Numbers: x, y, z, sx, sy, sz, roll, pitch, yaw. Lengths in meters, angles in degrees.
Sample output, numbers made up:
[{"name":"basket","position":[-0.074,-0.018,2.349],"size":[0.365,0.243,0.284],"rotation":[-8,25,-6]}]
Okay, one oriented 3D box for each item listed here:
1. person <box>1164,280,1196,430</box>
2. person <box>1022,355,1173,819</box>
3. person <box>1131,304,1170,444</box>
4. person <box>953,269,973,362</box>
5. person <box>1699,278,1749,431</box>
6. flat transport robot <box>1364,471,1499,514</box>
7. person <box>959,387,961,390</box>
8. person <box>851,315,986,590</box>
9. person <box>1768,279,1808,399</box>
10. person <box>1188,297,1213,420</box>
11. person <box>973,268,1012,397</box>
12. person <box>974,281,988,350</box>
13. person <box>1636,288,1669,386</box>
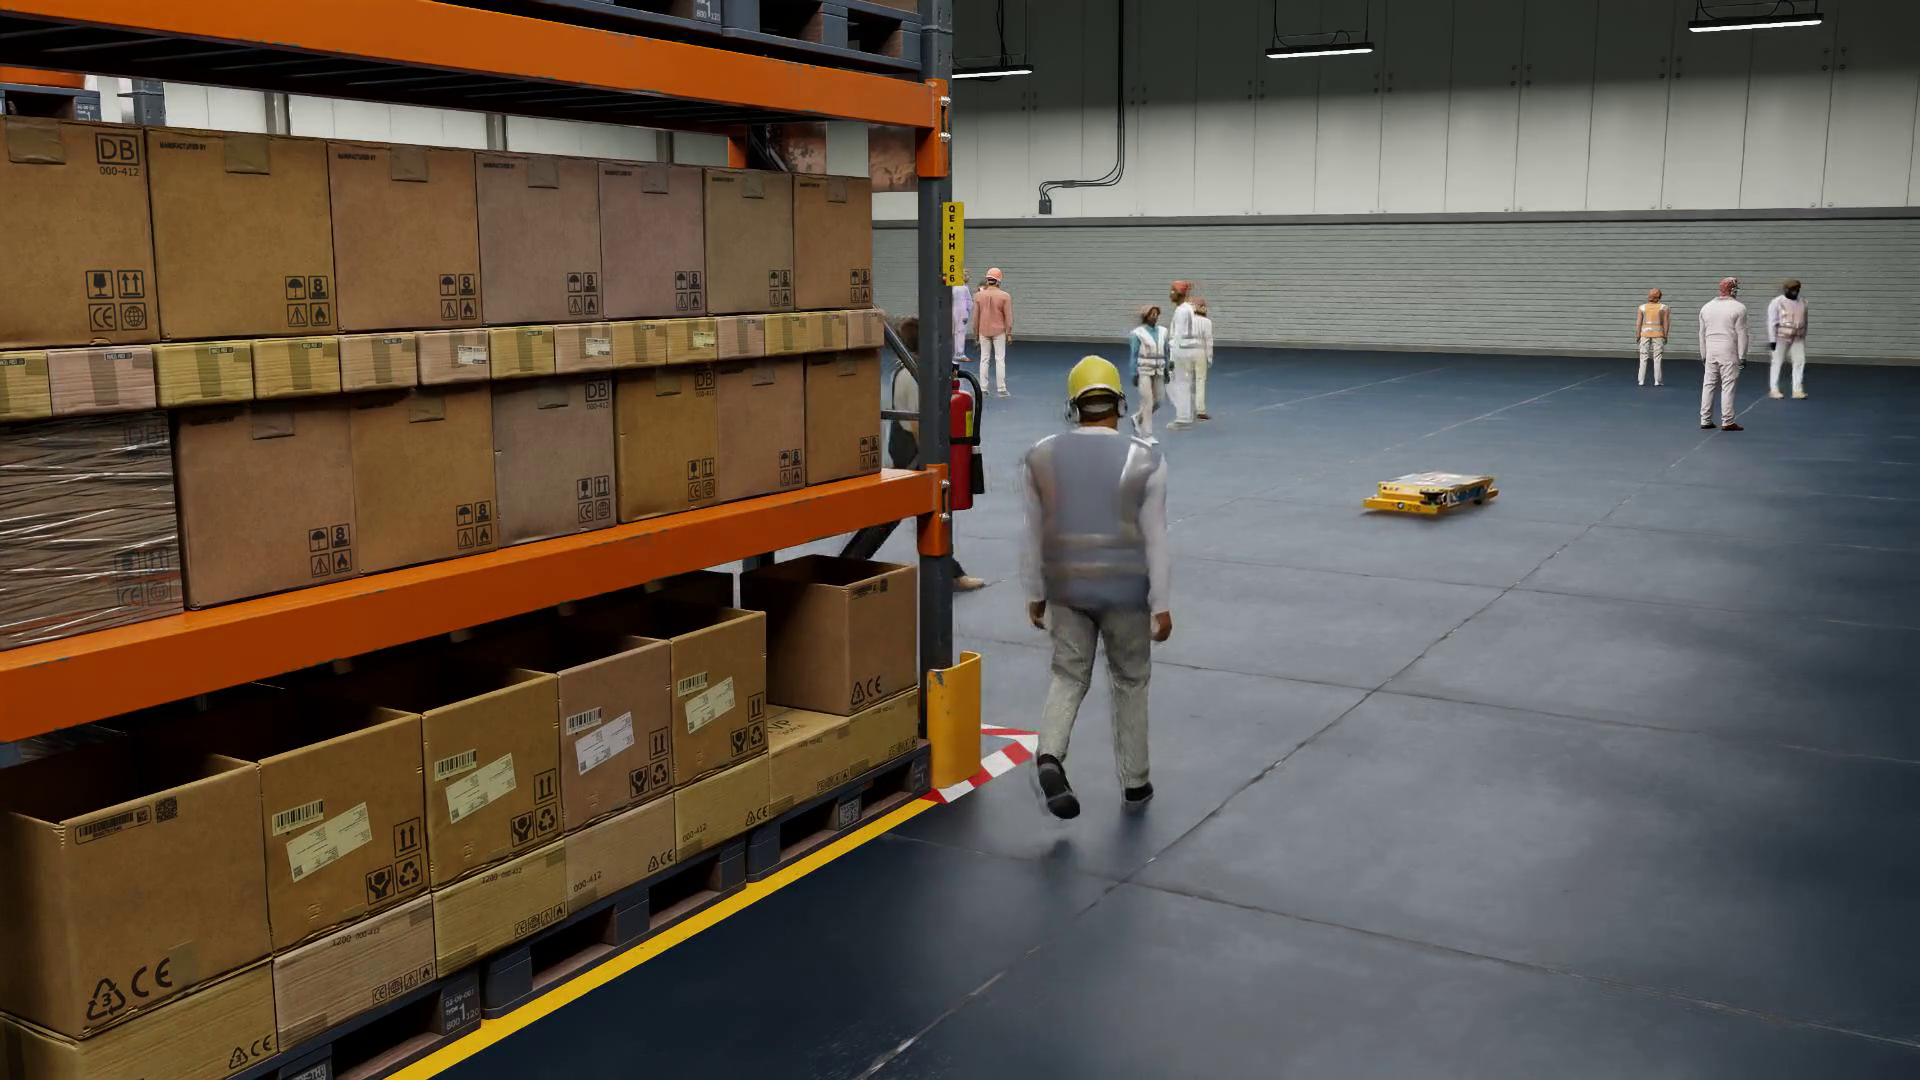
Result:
[{"name":"person","position":[2.720,-2.306,20.832],"size":[0.453,1.868,0.611],"rotation":[2,10,13]},{"name":"person","position":[0.504,0.201,6.390],"size":[0.607,1.803,0.687],"rotation":[4,10,20]},{"name":"person","position":[2.183,-1.951,19.461],"size":[0.519,1.626,0.581],"rotation":[-6,11,-31]},{"name":"person","position":[0.069,-4.634,34.362],"size":[0.402,1.911,0.638],"rotation":[-1,10,-8]},{"name":"person","position":[9.576,-2.321,20.823],"size":[0.410,1.909,0.643],"rotation":[-6,11,-31]},{"name":"flat transport robot","position":[4.131,-0.426,14.507],"size":[0.652,0.197,1.431],"rotation":[7,12,37]},{"name":"person","position":[-0.361,-2.856,24.519],"size":[0.918,1.716,0.550],"rotation":[-1,10,-7]},{"name":"person","position":[-0.347,-0.539,10.702],"size":[0.956,1.810,0.517],"rotation":[-1,10,-4]},{"name":"person","position":[12.648,-3.038,25.283],"size":[0.650,1.814,0.768],"rotation":[-1,10,-4]},{"name":"person","position":[3.148,-2.417,22.181],"size":[0.507,1.631,0.273],"rotation":[8,12,39]},{"name":"person","position":[0.518,-3.199,25.702],"size":[0.624,1.992,0.390],"rotation":[4,10,20]},{"name":"person","position":[0.558,-5.248,38.882],"size":[0.514,1.587,0.850],"rotation":[4,10,21]},{"name":"person","position":[11.601,-3.394,27.881],"size":[0.515,1.641,0.314],"rotation":[6,11,32]}]
